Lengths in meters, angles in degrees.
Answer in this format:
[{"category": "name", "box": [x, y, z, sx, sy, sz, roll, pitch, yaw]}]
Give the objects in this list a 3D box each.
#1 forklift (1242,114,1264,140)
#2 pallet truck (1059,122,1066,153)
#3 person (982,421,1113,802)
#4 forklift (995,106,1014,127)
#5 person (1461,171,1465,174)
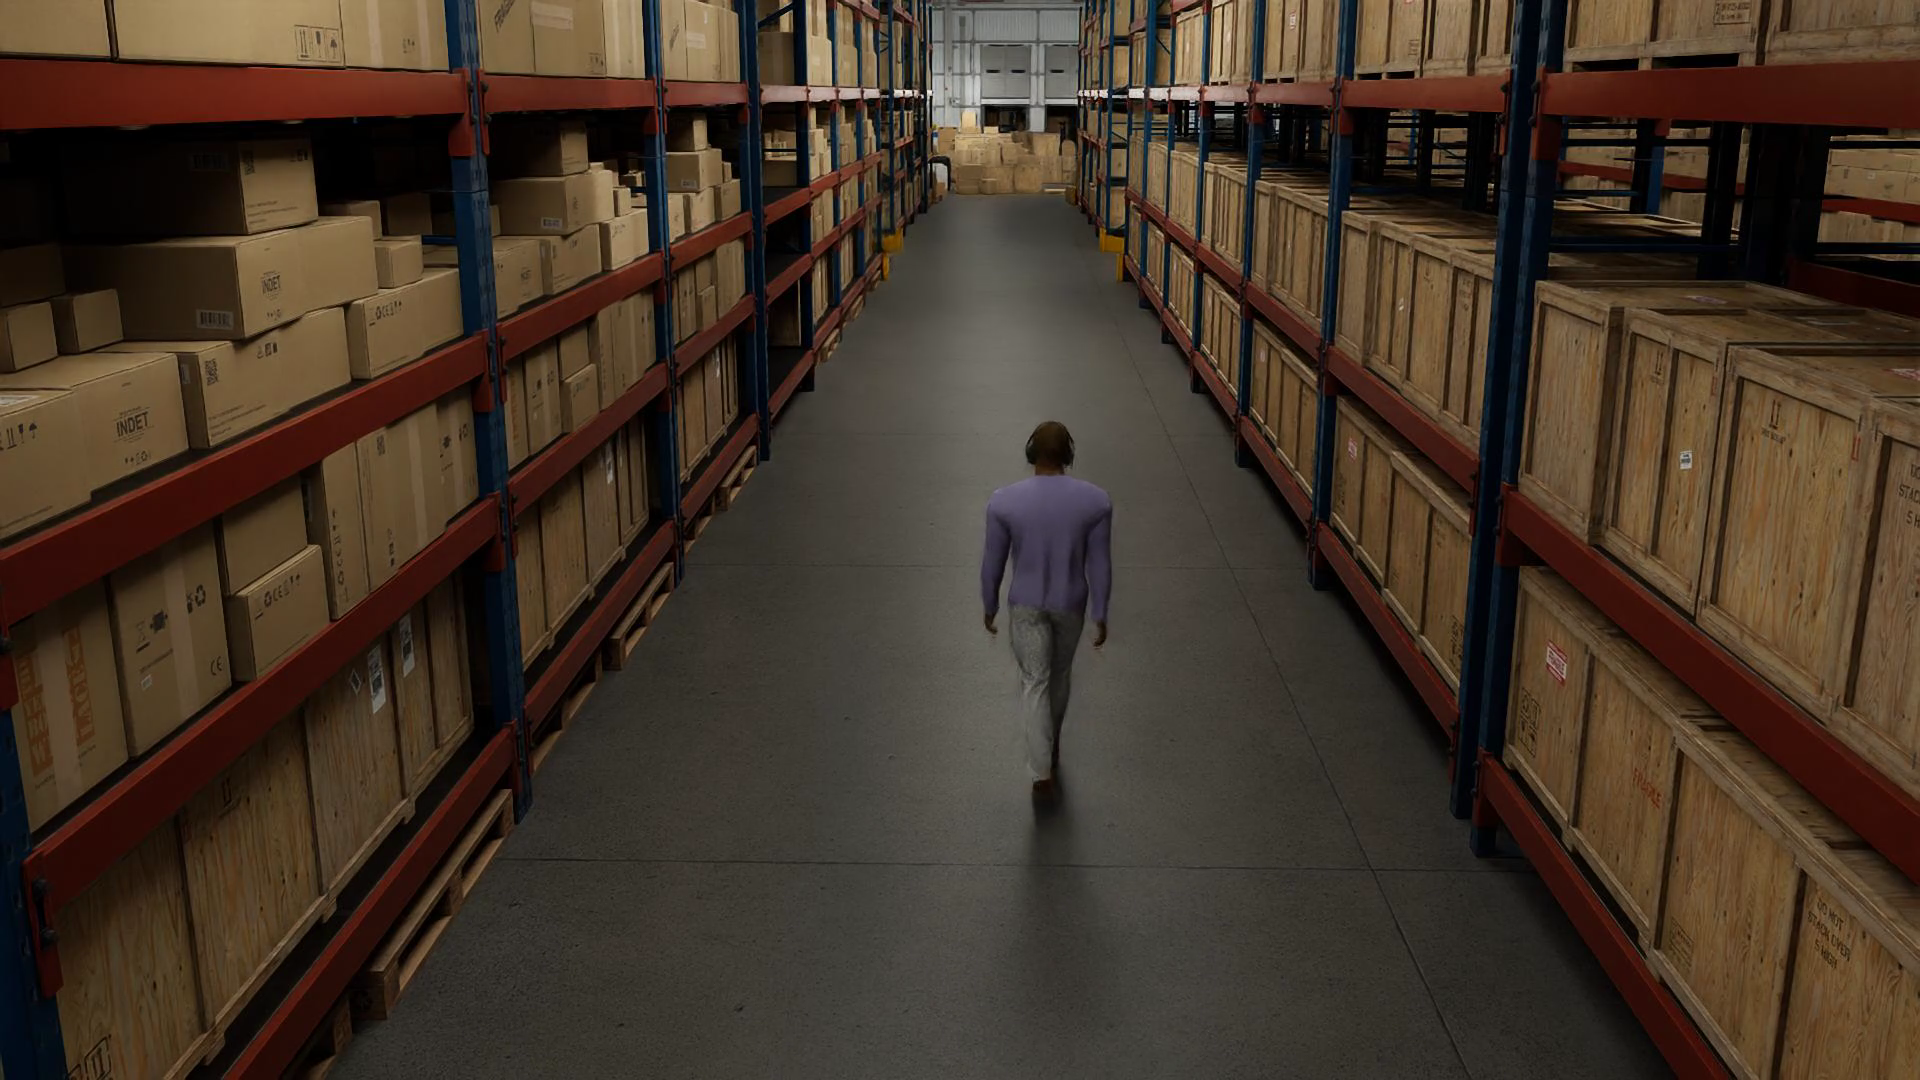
[{"category": "forklift", "box": [11.136, -15.034, 63.727, 1.129, 2.768, 1.873, 0, 15, 2]}, {"category": "pallet truck", "box": [5.788, -21.111, 88.014, 1.885, 1.965, 0.823, 5, 16, 18]}, {"category": "person", "box": [0.437, 0.337, 8.421, 0.645, 1.896, 1.005, -1, 15, -3]}, {"category": "forklift", "box": [2.219, -20.332, 83.441, 1.129, 2.768, 1.873, -7, 17, -25]}, {"category": "person", "box": [10.605, -6.866, 35.265, 0.917, 1.872, 0.642, -8, 17, -27]}]
